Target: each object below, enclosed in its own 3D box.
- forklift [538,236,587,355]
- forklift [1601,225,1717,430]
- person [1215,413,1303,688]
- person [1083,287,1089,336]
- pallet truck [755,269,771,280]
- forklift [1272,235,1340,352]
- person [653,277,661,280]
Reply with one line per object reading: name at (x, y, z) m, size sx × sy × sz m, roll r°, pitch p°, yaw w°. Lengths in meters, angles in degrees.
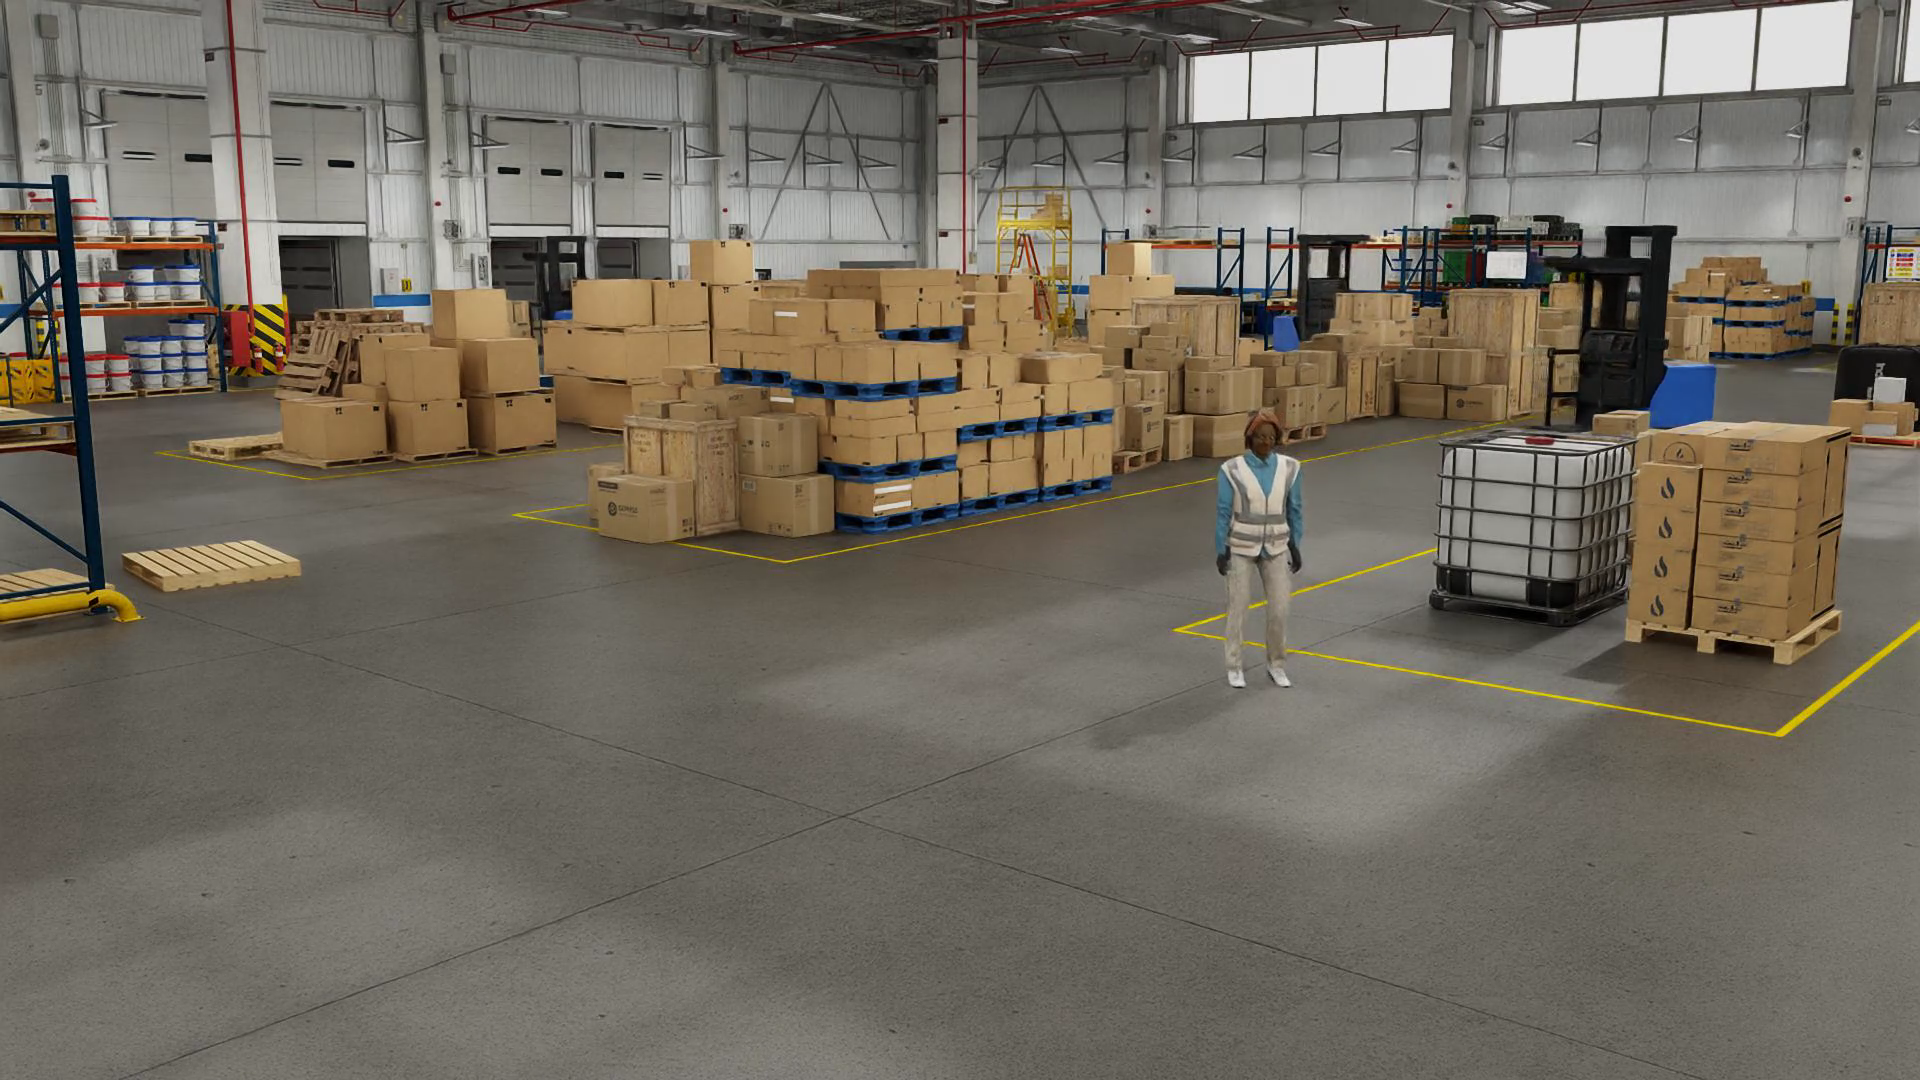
forklift at (-9.174, -5.727, 38.997) m, size 1.873 × 2.768 × 1.129 m, roll 8°, pitch 13°, yaw 40°
forklift at (8.538, -2.577, 21.063) m, size 1.873 × 2.768 × 1.129 m, roll -3°, pitch 10°, yaw -18°
person at (1.717, 0.071, 9.594) m, size 0.523 × 1.613 × 0.372 m, roll -2°, pitch 10°, yaw -10°
person at (3.189, -5.198, 39.390) m, size 0.540 × 1.687 × 0.427 m, roll 9°, pitch 14°, yaw 43°
pallet truck at (-4.996, -6.432, 45.525) m, size 1.885 × 1.965 × 0.823 m, roll -6°, pitch 12°, yaw -32°
forklift at (7.583, -5.083, 35.333) m, size 1.129 × 2.768 × 1.873 m, roll -4°, pitch 11°, yaw -23°
person at (-6.521, -4.725, 36.010) m, size 0.636 × 1.931 × 0.377 m, roll -5°, pitch 11°, yaw -26°
